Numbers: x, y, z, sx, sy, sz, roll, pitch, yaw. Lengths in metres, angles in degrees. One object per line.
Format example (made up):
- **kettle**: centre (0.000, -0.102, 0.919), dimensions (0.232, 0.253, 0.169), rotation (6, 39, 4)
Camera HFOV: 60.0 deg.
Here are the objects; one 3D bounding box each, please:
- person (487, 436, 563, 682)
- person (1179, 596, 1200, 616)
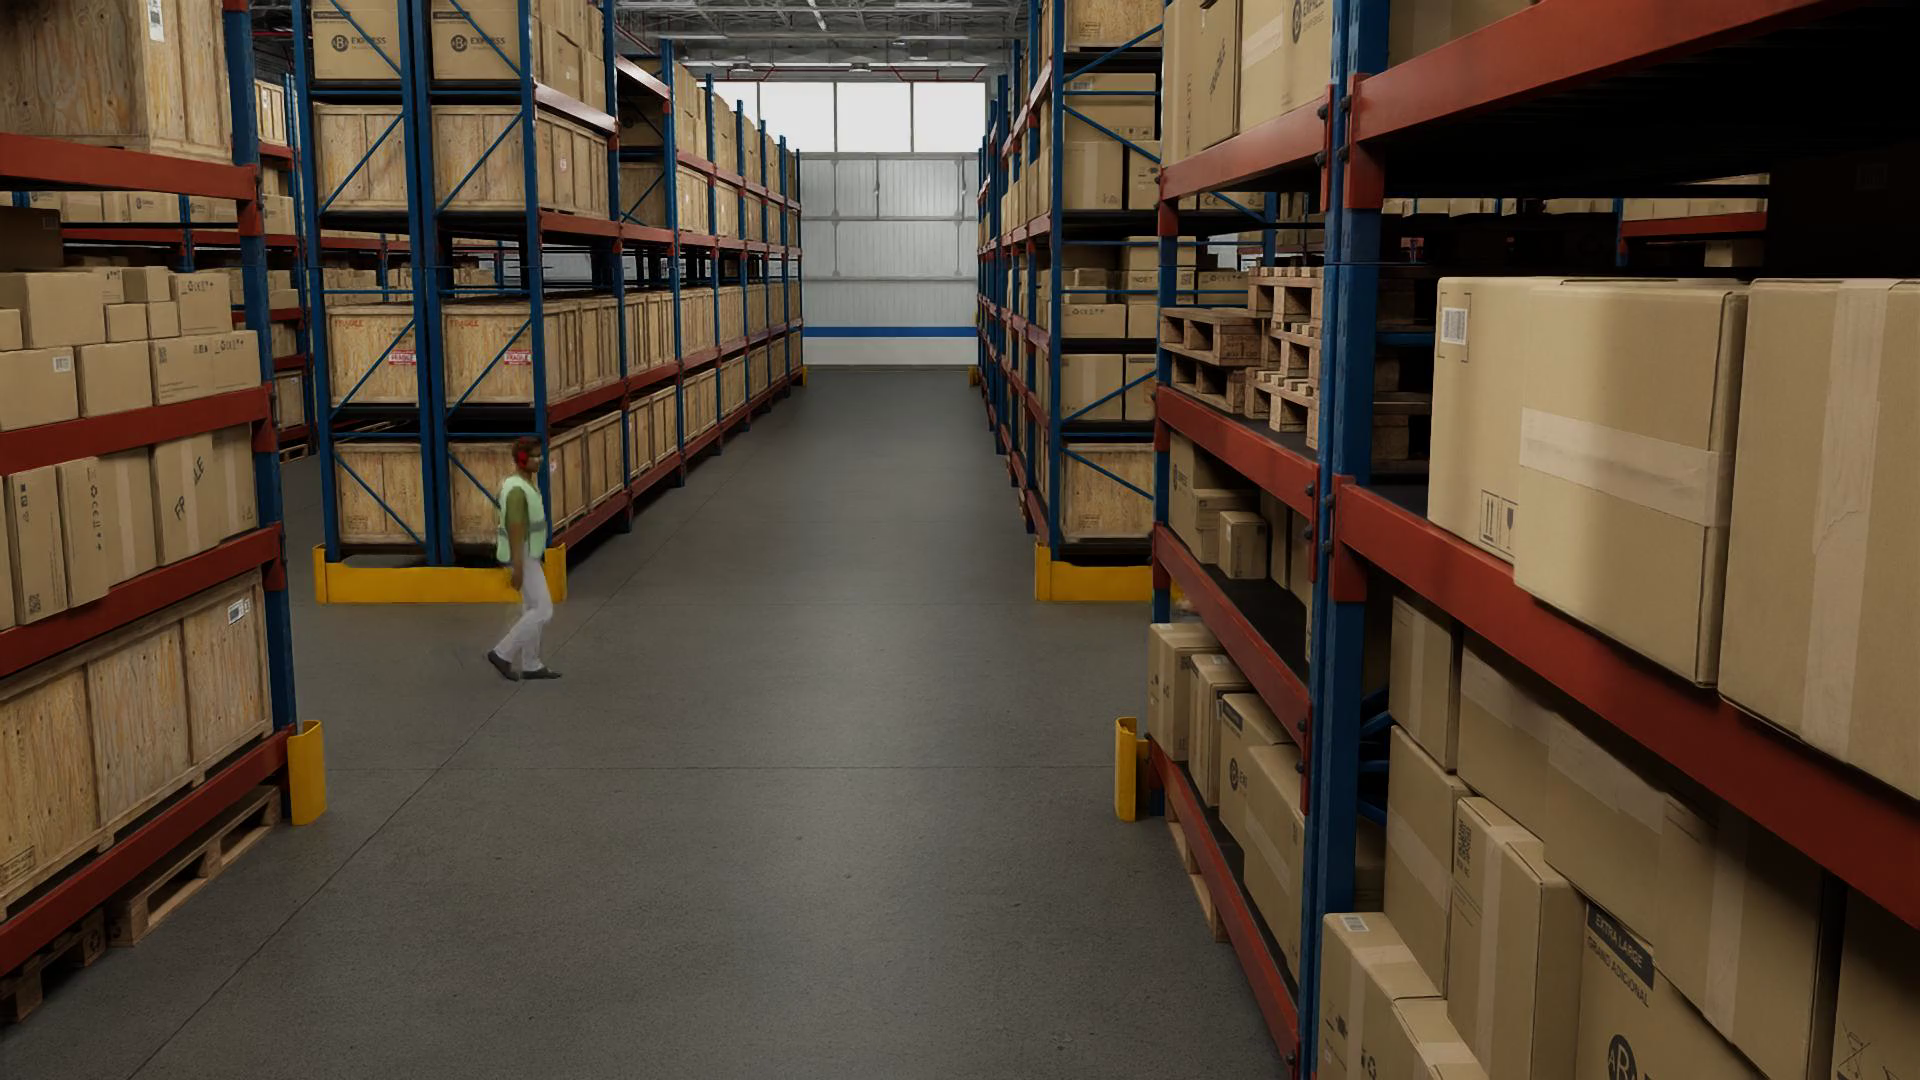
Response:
- **person**: centre (-3.169, 0.149, 12.159), dimensions (0.435, 1.833, 0.567), rotation (-2, 9, -11)
- **person**: centre (2.420, -0.286, 14.366), dimensions (1.099, 1.980, 0.627), rotation (1, 9, 4)
